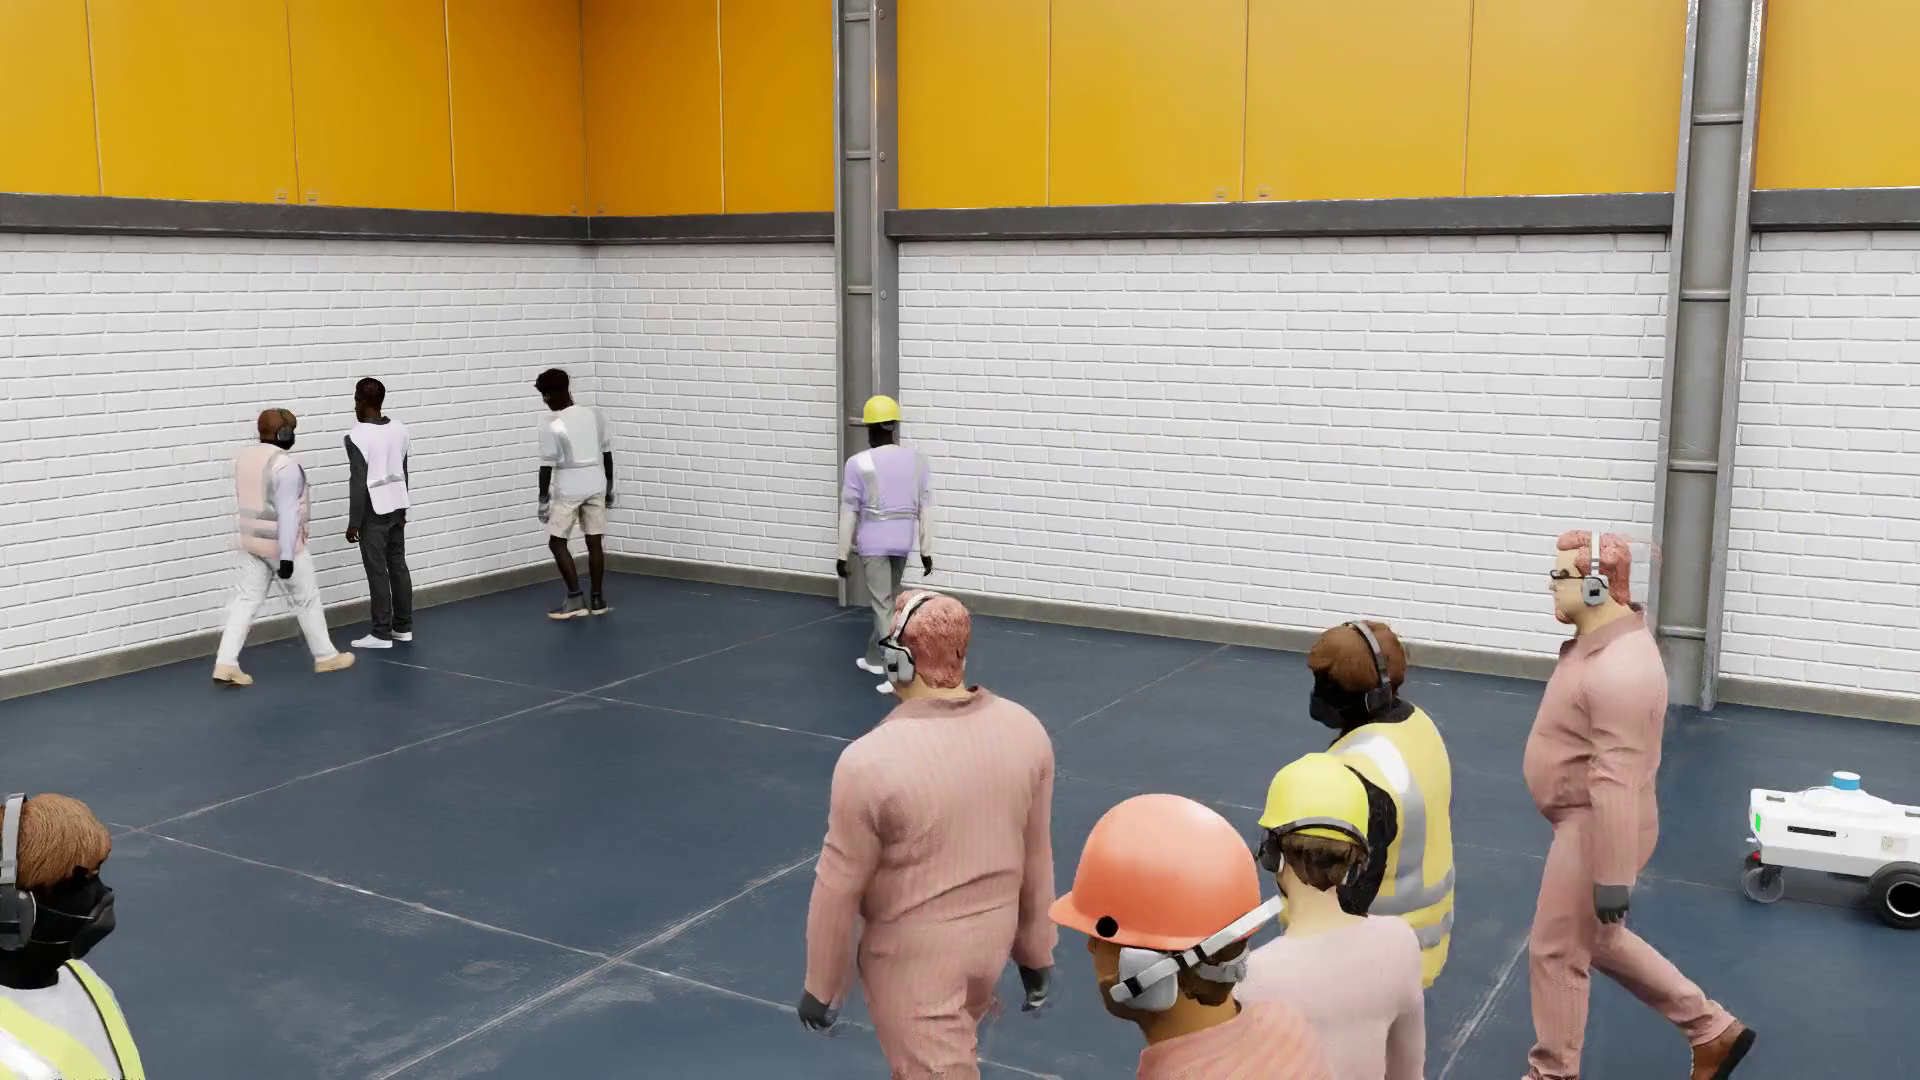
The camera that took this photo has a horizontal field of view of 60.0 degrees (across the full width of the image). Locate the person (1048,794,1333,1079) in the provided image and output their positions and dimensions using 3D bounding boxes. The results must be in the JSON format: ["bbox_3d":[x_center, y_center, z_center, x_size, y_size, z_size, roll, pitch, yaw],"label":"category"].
[{"bbox_3d":[0.297,1.307,2.384,1.022,1.930,0.600,7,11,36],"label":"person"}]

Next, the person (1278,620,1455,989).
[{"bbox_3d":[1.084,1.084,4.261,0.862,1.804,0.654,5,10,29],"label":"person"}]

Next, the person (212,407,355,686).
[{"bbox_3d":[-4.467,0.040,10.764,0.645,1.799,0.973,6,11,33],"label":"person"}]

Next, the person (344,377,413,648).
[{"bbox_3d":[-4.116,-0.191,11.794,0.391,1.920,0.593,3,10,18],"label":"person"}]

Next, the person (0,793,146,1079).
[{"bbox_3d":[-1.496,1.309,2.721,0.430,1.833,0.633,-2,9,-13],"label":"person"}]

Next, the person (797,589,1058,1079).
[{"bbox_3d":[-0.090,1.048,4.241,0.655,1.855,1.004,-8,12,-41],"label":"person"}]

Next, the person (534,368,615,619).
[{"bbox_3d":[-2.935,-0.352,12.781,0.703,1.932,0.402,-9,13,-44],"label":"person"}]

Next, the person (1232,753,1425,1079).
[{"bbox_3d":[0.700,1.284,3.117,0.558,1.739,0.534,-7,11,-37],"label":"person"}]

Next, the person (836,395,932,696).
[{"bbox_3d":[-0.504,0.017,10.628,0.604,1.883,0.901,-6,11,-33],"label":"person"}]

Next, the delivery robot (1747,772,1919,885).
[{"bbox_3d":[3.692,1.216,6.966,0.707,0.478,0.477,4,10,24],"label":"delivery robot"}]

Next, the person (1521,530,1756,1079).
[{"bbox_3d":[2.052,0.898,5.123,0.740,1.882,0.676,3,10,19],"label":"person"}]
